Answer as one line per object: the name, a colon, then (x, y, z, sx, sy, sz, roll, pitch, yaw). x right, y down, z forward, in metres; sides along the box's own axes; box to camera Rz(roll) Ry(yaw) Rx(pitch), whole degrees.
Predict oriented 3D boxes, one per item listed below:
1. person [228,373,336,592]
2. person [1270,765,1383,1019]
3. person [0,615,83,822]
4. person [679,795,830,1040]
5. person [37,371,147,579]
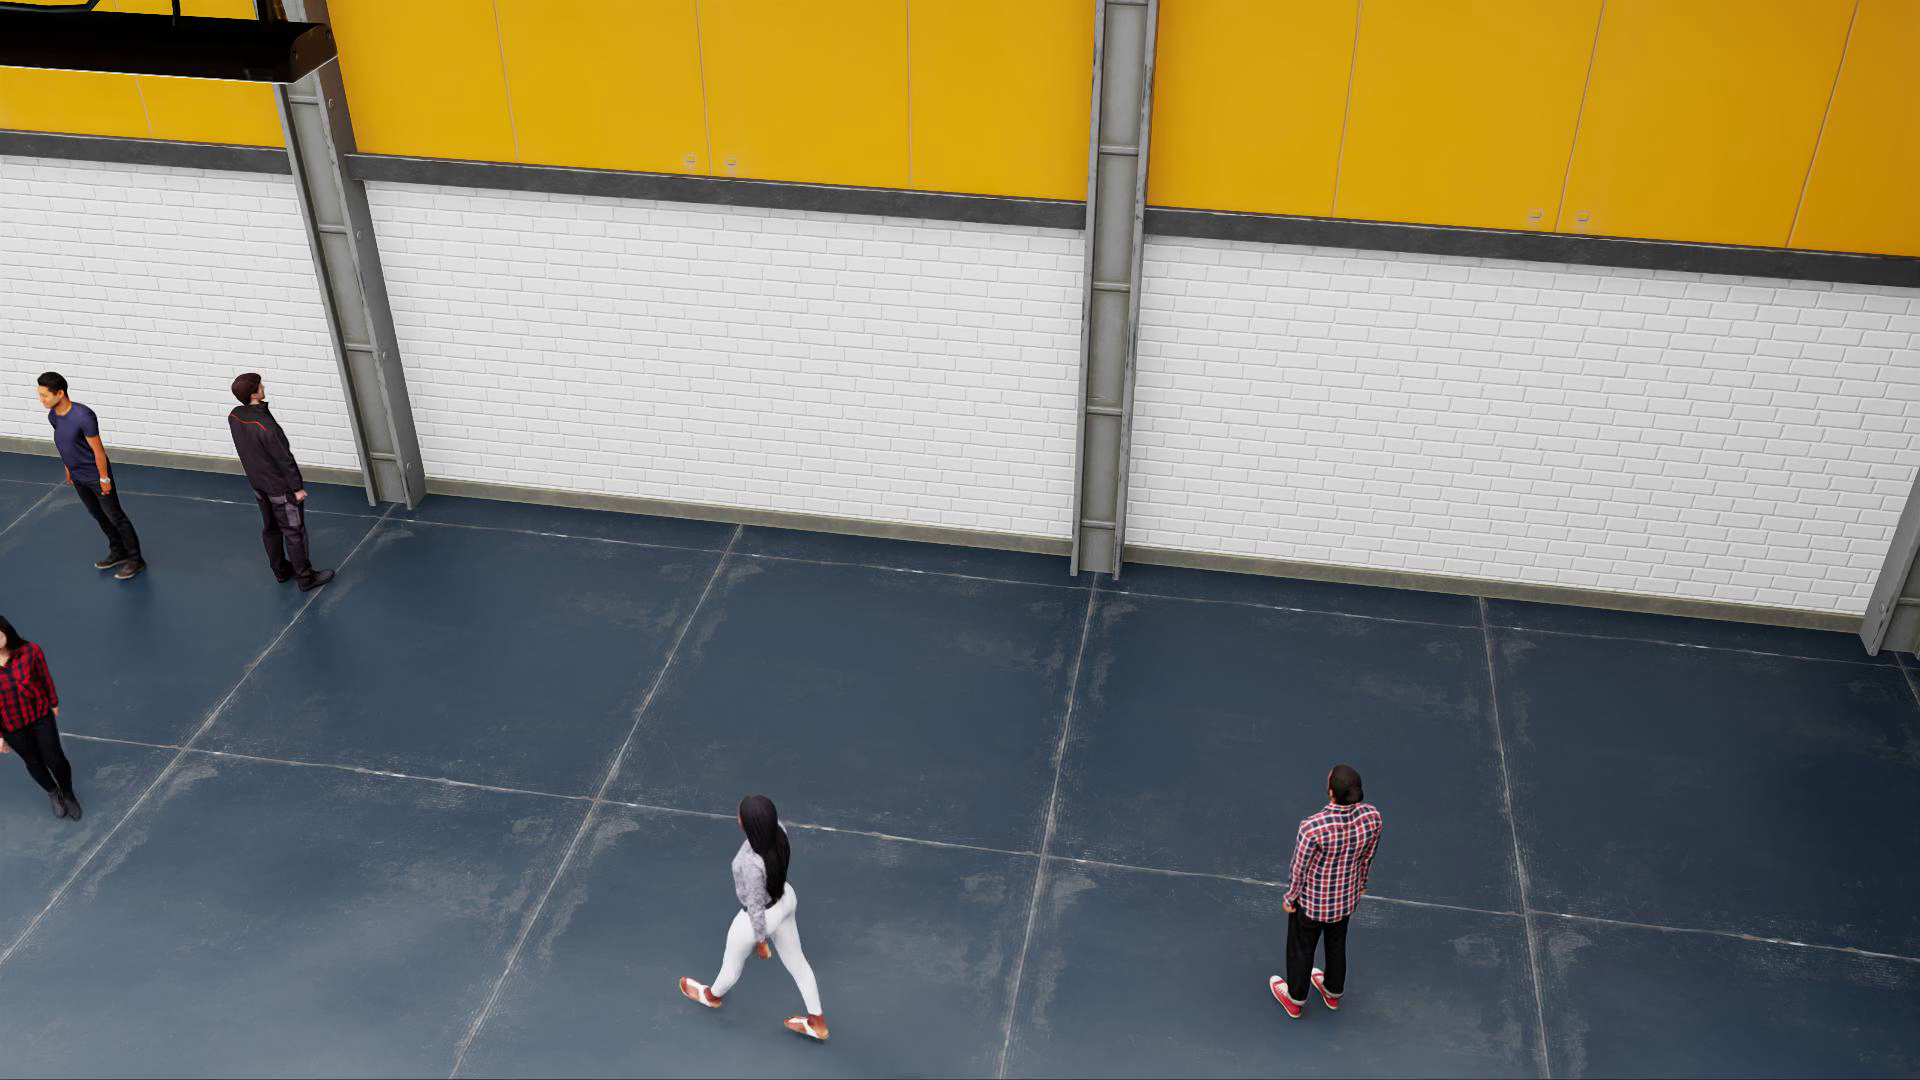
person: (-5.250, -0.446, 12.710, 0.665, 1.839, 0.856, 19, 38, 26)
person: (2.020, 1.942, 9.189, 0.735, 1.759, 0.836, -14, 36, -20)
person: (-5.978, 1.086, 10.586, 0.713, 1.640, 0.776, -20, 38, -27)
person: (-0.964, 2.089, 9.044, 1.195, 1.676, 0.785, 12, 36, 18)
person: (-6.719, -0.530, 12.884, 0.590, 1.786, 0.761, 16, 37, 22)
